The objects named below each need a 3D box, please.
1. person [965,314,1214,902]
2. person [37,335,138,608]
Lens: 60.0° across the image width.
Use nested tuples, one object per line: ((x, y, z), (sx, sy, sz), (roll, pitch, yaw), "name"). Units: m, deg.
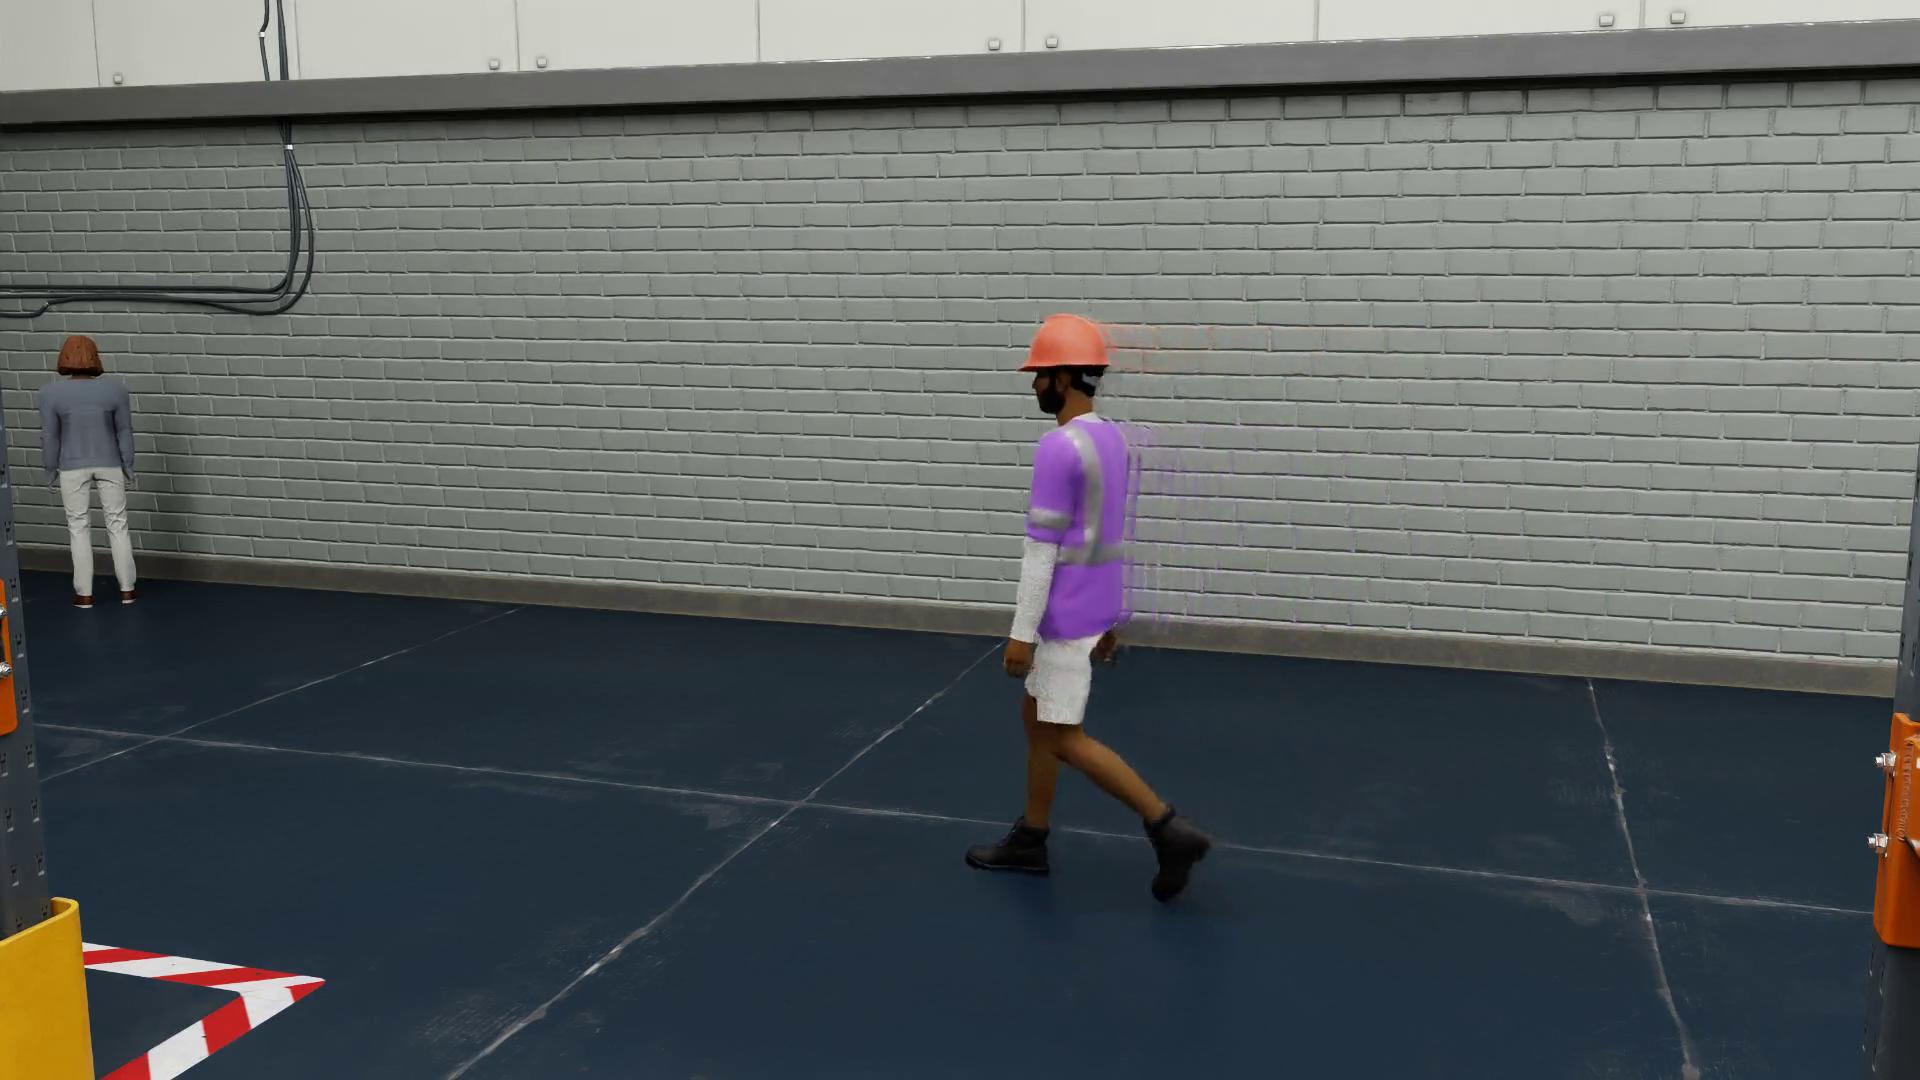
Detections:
((0.415, 0.229, 5.383), (0.826, 1.911, 0.548), (3, 10, 20), "person")
((-5.221, -0.408, 9.975), (0.501, 1.633, 0.283), (-6, 11, -33), "person")
